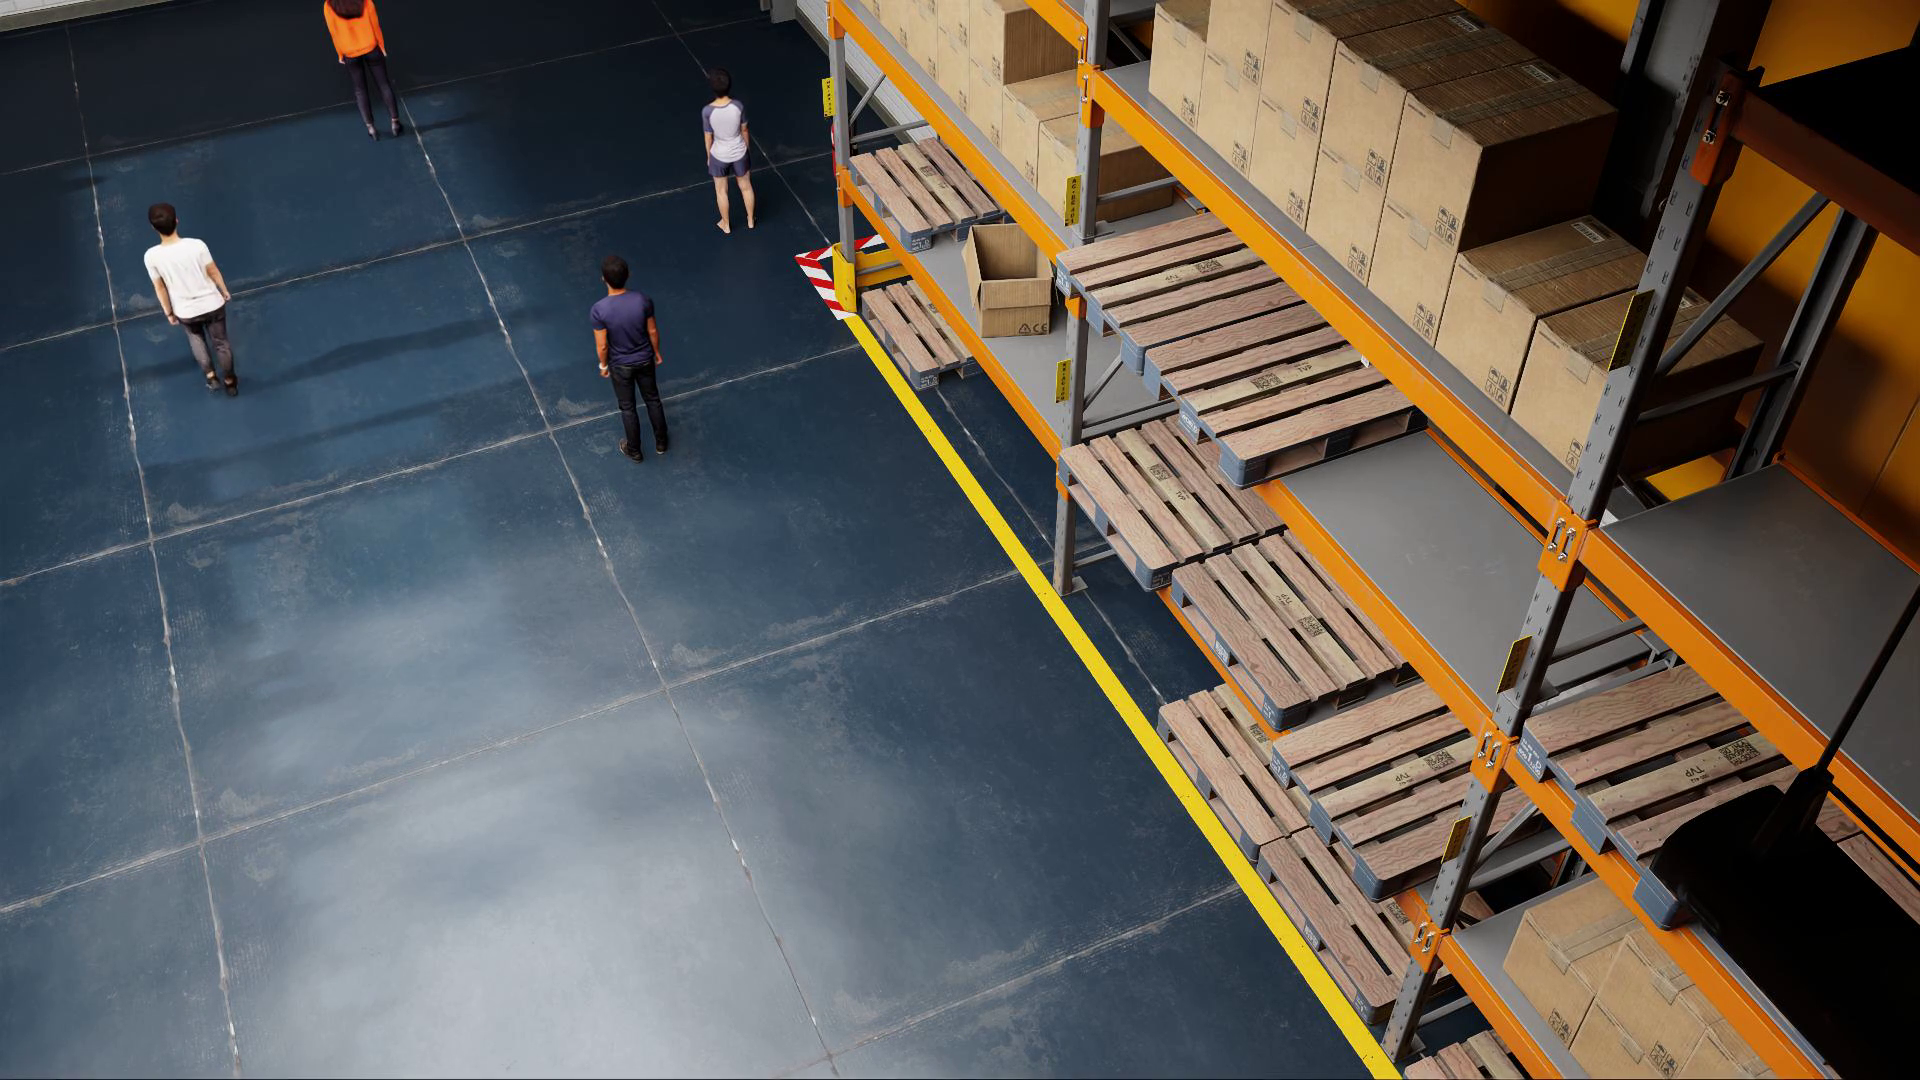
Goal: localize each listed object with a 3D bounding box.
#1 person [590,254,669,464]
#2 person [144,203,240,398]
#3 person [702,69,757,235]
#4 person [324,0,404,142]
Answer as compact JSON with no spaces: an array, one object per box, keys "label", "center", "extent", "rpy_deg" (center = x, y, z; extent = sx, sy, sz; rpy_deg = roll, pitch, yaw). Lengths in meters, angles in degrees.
[{"label":"person","center":[-2.454,-1.344,12.404],"extent":[0.648,1.793,0.532],"rpy_deg":[-20,47,-20]},{"label":"person","center":[-5.945,-1.817,12.962],"extent":[0.643,1.709,0.578],"rpy_deg":[-15,46,-16]},{"label":"person","center":[-2.058,-3.459,14.789],"extent":[0.584,1.567,0.553],"rpy_deg":[-13,45,-13]},{"label":"person","center":[-5.727,-4.665,15.922],"extent":[0.637,1.749,0.571],"rpy_deg":[-14,45,-14]}]
